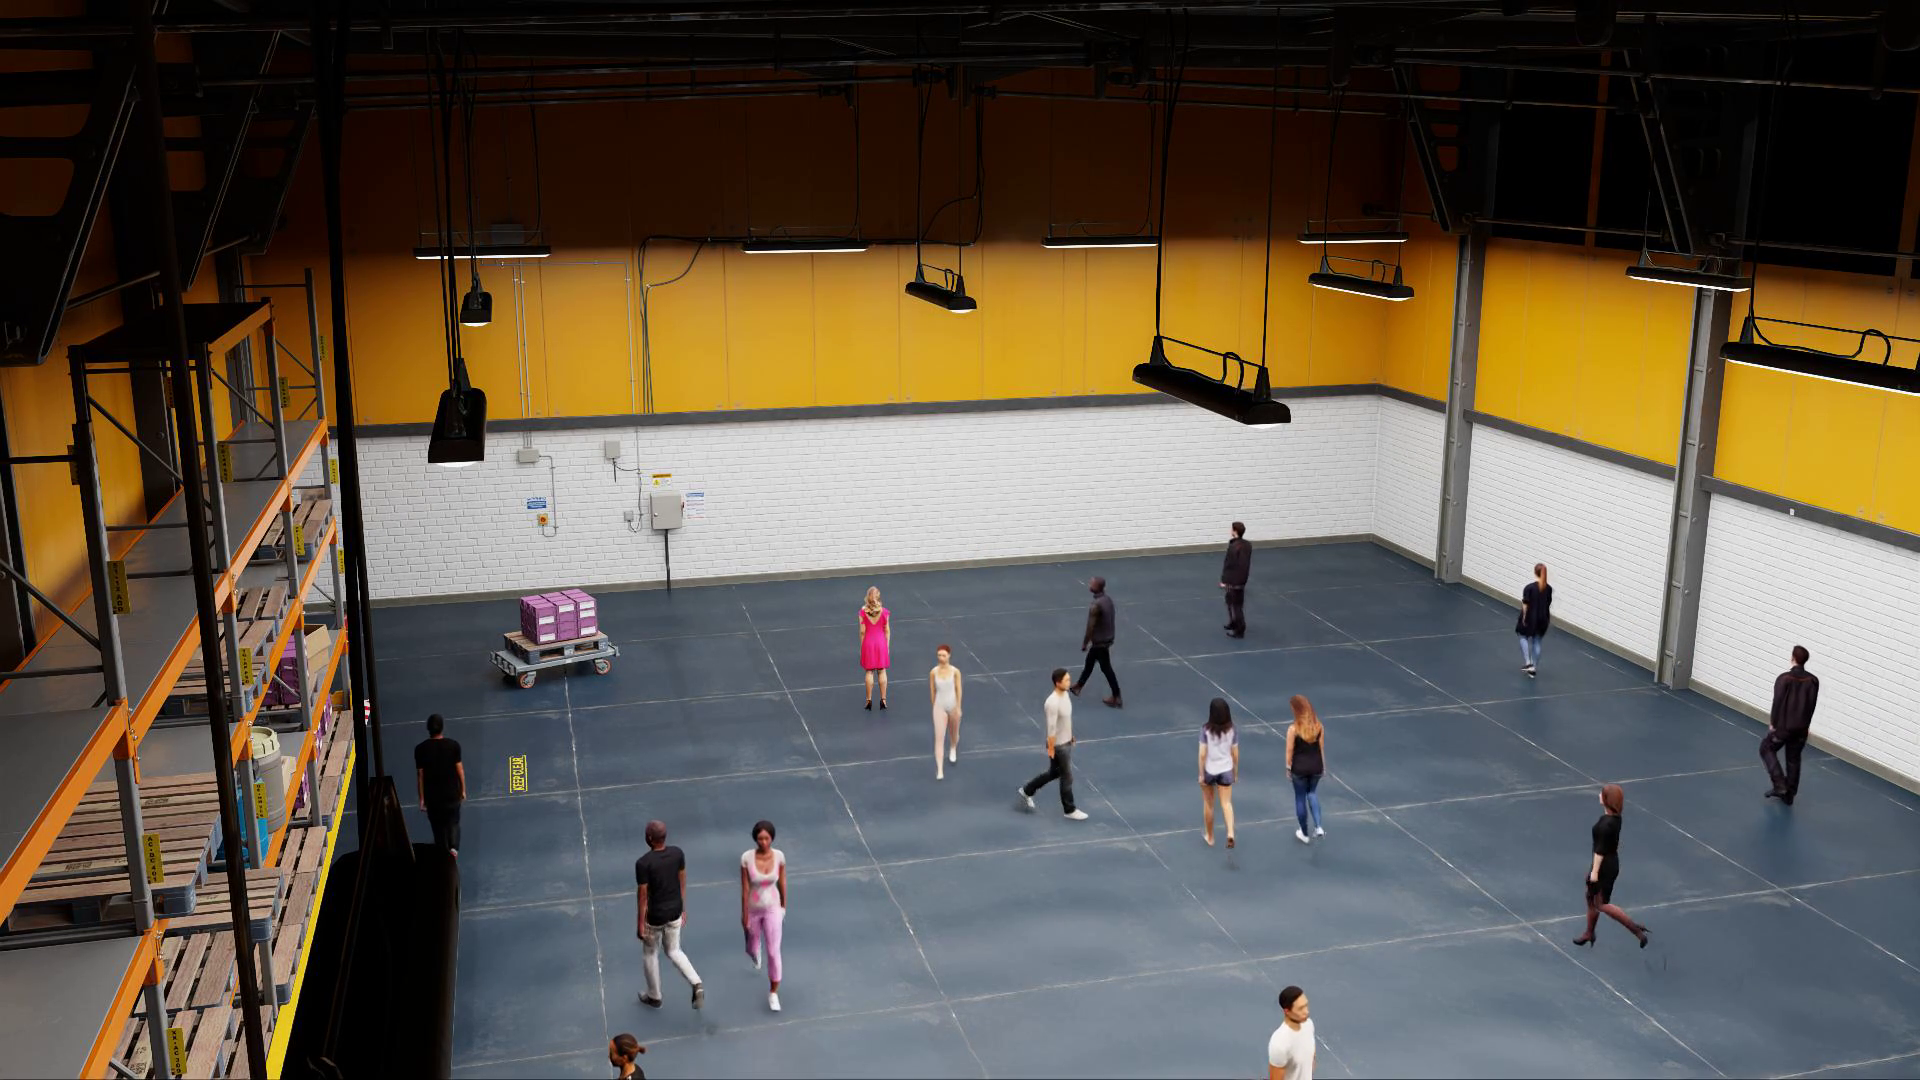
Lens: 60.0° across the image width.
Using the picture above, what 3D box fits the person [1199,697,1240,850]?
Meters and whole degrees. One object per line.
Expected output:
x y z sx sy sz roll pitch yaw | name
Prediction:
2.814 2.563 18.040 0.683 1.721 0.914 -1 14 -5 | person

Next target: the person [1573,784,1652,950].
6.173 3.145 15.713 1.009 1.685 0.933 9 16 32 | person

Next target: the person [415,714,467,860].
-5.433 2.706 17.411 0.632 1.739 0.953 -4 14 -16 | person

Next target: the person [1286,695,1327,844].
3.807 2.546 18.172 0.627 1.691 0.643 -2 14 -9 | person

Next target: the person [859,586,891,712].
-1.157 1.462 22.574 0.610 1.728 0.596 -1 14 -3 | person

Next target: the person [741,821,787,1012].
-1.782 3.316 14.938 0.624 1.717 1.026 -3 14 -11 | person

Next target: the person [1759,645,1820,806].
9.645 2.176 19.258 0.764 1.899 0.775 -1 14 -3 | person

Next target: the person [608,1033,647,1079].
-2.242 4.175 11.497 0.659 1.667 0.473 -2 14 -9 | person

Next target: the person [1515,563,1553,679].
8.297 1.176 23.873 0.695 1.671 0.729 -1 14 -4 | person

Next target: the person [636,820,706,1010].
-2.572 3.349 14.655 1.108 1.786 0.964 12 18 41 | person

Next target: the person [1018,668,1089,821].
1.045 2.303 18.966 1.067 1.789 1.123 3 14 13 | person

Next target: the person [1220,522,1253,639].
4.371 0.633 25.786 0.916 1.825 0.862 8 16 30 | person

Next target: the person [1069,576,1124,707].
2.002 1.412 22.652 1.211 1.788 1.200 6 15 24 | person

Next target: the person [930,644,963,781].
-0.144 2.060 20.371 0.763 1.601 1.147 1 14 2 | person

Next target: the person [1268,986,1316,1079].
2.307 4.004 11.965 1.104 1.780 1.013 10 17 35 | person
